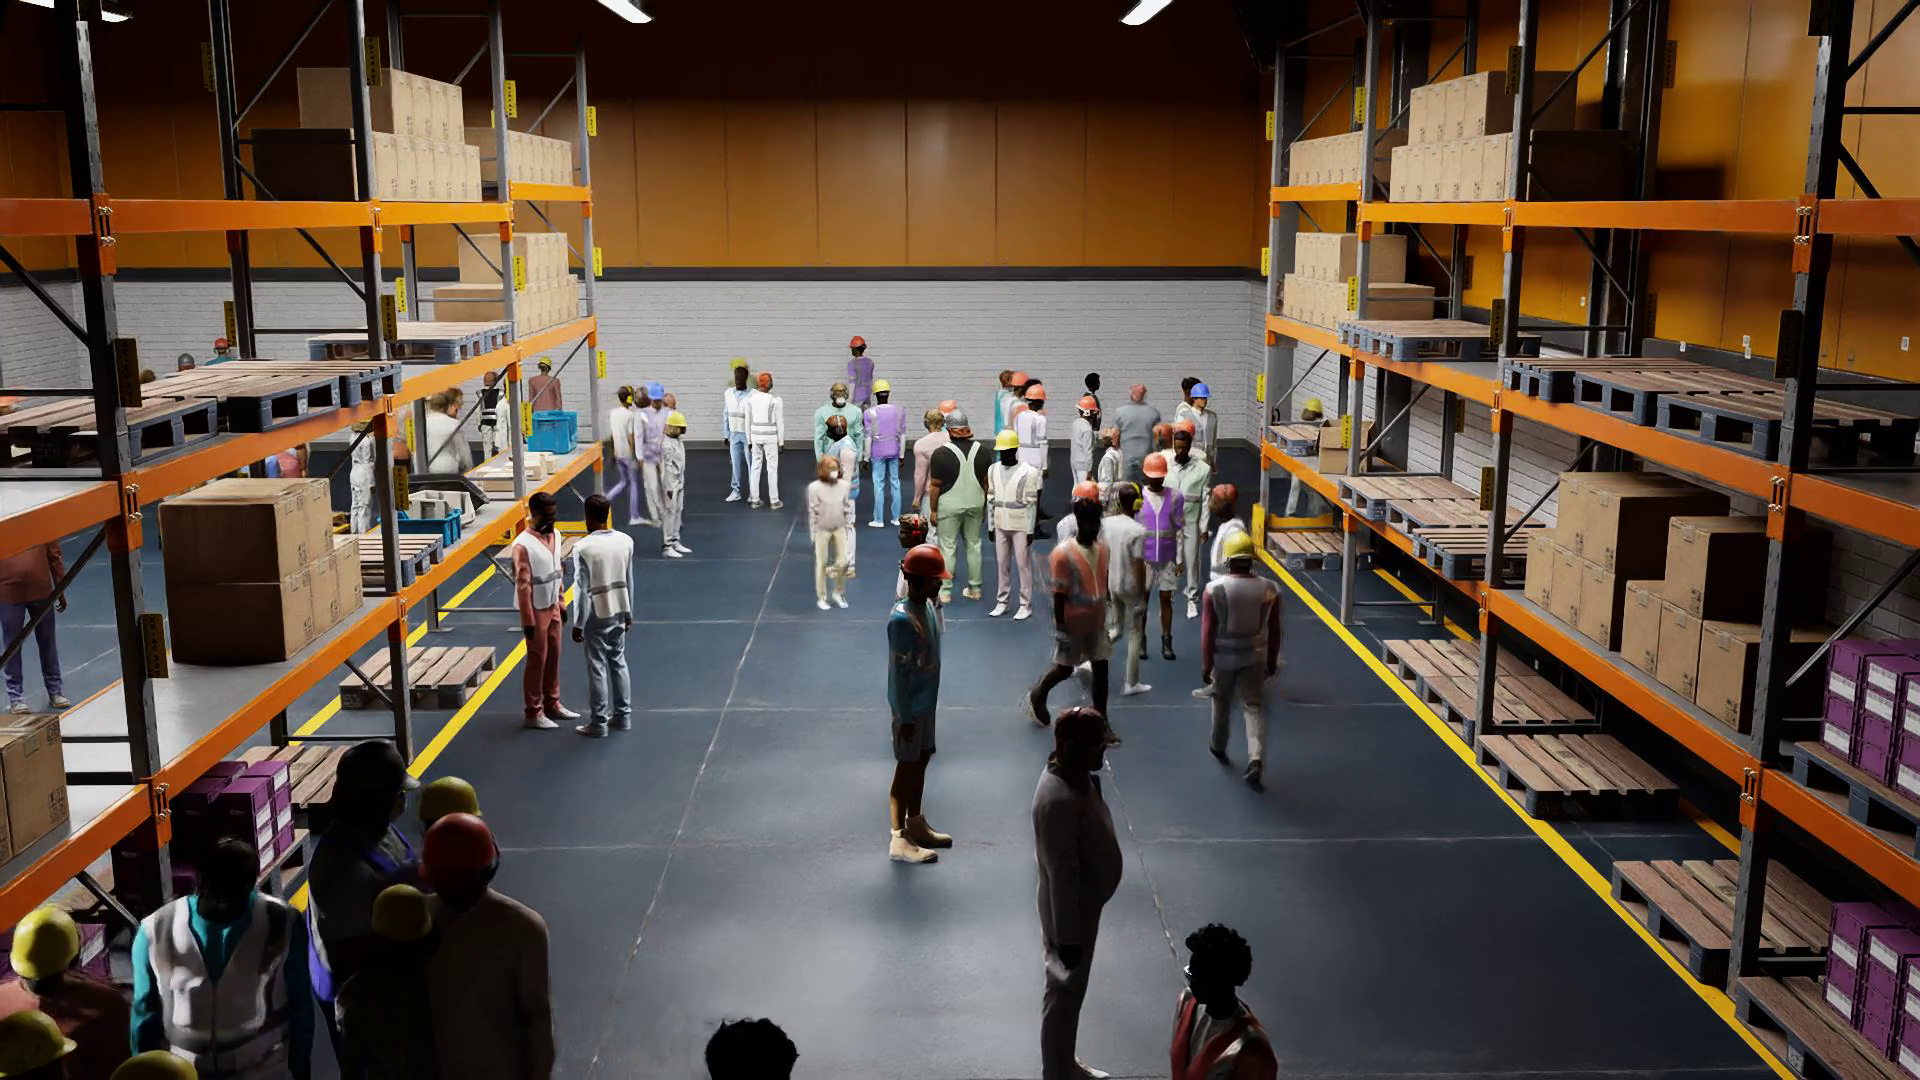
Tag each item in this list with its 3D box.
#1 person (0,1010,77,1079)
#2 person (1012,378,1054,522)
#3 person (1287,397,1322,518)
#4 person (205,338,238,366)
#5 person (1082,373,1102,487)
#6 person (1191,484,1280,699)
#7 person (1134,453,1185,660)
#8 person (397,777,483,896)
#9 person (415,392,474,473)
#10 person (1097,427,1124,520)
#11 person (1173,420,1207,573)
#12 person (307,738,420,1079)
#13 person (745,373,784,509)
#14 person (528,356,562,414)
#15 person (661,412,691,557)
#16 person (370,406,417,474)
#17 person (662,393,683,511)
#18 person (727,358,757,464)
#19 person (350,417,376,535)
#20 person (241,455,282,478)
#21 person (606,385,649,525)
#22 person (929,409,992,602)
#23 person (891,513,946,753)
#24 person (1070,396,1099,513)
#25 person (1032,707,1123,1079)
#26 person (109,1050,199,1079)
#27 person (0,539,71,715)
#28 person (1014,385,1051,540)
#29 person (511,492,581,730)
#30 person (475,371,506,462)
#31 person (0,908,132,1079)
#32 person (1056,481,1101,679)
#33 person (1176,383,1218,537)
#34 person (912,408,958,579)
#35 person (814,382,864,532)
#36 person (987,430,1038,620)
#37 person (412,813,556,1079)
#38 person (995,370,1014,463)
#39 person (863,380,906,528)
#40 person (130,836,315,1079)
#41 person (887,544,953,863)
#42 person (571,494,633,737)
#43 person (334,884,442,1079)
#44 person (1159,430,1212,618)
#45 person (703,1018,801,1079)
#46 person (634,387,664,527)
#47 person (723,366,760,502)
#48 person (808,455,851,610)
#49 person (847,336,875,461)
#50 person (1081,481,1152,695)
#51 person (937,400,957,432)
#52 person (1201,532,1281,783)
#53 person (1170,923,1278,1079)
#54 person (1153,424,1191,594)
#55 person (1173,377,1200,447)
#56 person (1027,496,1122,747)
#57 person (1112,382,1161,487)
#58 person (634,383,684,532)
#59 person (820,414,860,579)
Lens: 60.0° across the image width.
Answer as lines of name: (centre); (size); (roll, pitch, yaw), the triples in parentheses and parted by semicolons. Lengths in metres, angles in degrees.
person: (-2.786, 2.260, 5.076); (0.486, 1.738, 0.315); (10, 15, 42)
person: (0.844, -1.141, 21.661); (0.889, 1.930, 0.633); (-7, 13, -32)
person: (4.450, -0.973, 21.292); (0.494, 1.742, 0.347); (-8, 14, -36)
person: (-12.116, -2.342, 27.493); (0.608, 1.995, 0.378); (-4, 12, -19)
person: (1.942, -1.636, 24.697); (0.322, 1.697, 0.532); (-2, 11, -10)
person: (2.319, 0.439, 13.882); (0.649, 1.862, 0.598); (1, 11, 6)
person: (1.777, 0.150, 15.183); (0.550, 1.925, 0.392); (0, 11, -2)
person: (-2.052, 1.886, 6.633); (0.594, 1.852, 0.954); (5, 12, 25)
person: (-6.227, -0.856, 20.279); (0.647, 1.896, 0.953); (4, 12, 17)
person: (1.727, -0.477, 19.034); (0.307, 1.639, 0.525); (4, 12, 18)
person: (2.531, -0.483, 18.779); (0.572, 1.749, 0.342); (4, 12, 19)
person: (-2.339, 1.771, 6.751); (0.536, 2.000, 0.684); (-2, 11, -11)
person: (-2.686, -1.366, 22.914); (0.571, 1.876, 0.346); (4, 12, 19)
person: (-6.665, -2.078, 26.777); (0.532, 1.756, 0.337); (-1, 11, -3)
person: (-3.369, -0.661, 19.731); (0.341, 1.732, 0.488); (2, 11, 10)
person: (-7.289, -1.097, 21.457); (0.613, 1.916, 0.416); (1, 11, 4)
person: (-3.931, -1.173, 22.523); (0.306, 1.640, 0.522); (4, 12, 21)
person: (-3.458, -2.097, 26.959); (0.658, 1.720, 0.332); (-9, 14, -37)
person: (-7.144, -0.711, 19.982); (0.365, 1.736, 0.488); (-9, 15, -39)
person: (-7.016, -0.257, 16.904); (0.614, 2.048, 0.361); (9, 14, 37)
person: (-4.362, -1.082, 21.541); (0.537, 1.849, 0.650); (10, 15, 41)
person: (-0.028, -0.371, 17.490); (0.681, 2.000, 0.535); (-5, 12, -23)
person: (-0.311, 0.706, 12.582); (0.389, 1.846, 0.566); (-2, 11, -10)
person: (1.597, -0.966, 21.232); (0.344, 1.744, 0.558); (-3, 12, -14)
person: (0.533, 1.677, 7.563); (0.408, 1.906, 0.653); (1, 11, 7)
person: (-2.122, 2.276, 4.505); (0.373, 1.924, 0.594); (4, 12, 19)
person: (-7.631, 0.441, 13.571); (0.614, 1.987, 0.408); (-10, 15, -42)
person: (0.917, -0.974, 20.782); (0.371, 1.933, 0.550); (-9, 15, -39)
person: (-3.322, 0.556, 13.196); (0.412, 1.907, 0.596); (3, 12, 15)
person: (-7.145, -1.758, 25.464); (0.515, 1.636, 0.315); (-1, 11, -3)
person: (-3.164, 2.095, 5.849); (0.539, 1.737, 0.390); (-1, 11, -5)
person: (1.087, 0.336, 14.693); (0.339, 1.741, 0.563); (8, 14, 36)
person: (2.968, -0.993, 20.838); (0.607, 1.951, 0.380); (-6, 13, -27)
person: (-0.260, -0.496, 18.392); (0.627, 1.933, 0.371); (-8, 14, -36)
person: (-1.535, -1.050, 21.186); (0.632, 1.932, 0.366); (-3, 12, -13)
person: (0.509, -0.154, 16.716); (0.583, 1.921, 0.394); (8, 14, 34)
person: (-1.767, 1.934, 6.086); (0.617, 1.984, 0.408); (4, 12, 17)
person: (0.670, -1.483, 23.562); (0.345, 1.847, 0.506); (-6, 13, -27)
person: (-0.985, -1.109, 21.500); (0.584, 1.918, 0.376); (-5, 12, -25)
person: (-2.778, 1.980, 6.313); (0.626, 1.803, 0.895); (-3, 12, -15)
person: (-0.248, 1.024, 10.526); (0.404, 2.035, 0.606); (3, 12, 16)
person: (-2.785, 0.588, 13.034); (0.409, 1.907, 0.598); (7, 13, 32)
person: (-1.989, 2.065, 6.057); (0.501, 1.734, 0.338); (-9, 15, -39)
person: (2.242, -0.169, 16.813); (0.590, 1.912, 0.391); (3, 12, 17)
person: (-0.678, 2.247, 4.728); (1.036, 1.911, 0.608); (3, 12, 16)
person: (-3.970, -1.073, 21.543); (0.436, 1.827, 0.550); (-4, 12, -18)
person: (-3.049, -1.489, 23.409); (0.590, 1.919, 0.392); (3, 12, 17)
person: (-1.328, -0.068, 17.052); (0.510, 1.619, 0.450); (-6, 13, -28)
person: (-1.663, -2.319, 27.257); (0.373, 2.044, 0.606); (7, 13, 33)
person: (1.340, 0.429, 13.984); (0.628, 1.847, 0.522); (-9, 15, -39)
person: (-0.177, -0.891, 20.870); (0.354, 1.737, 0.574); (-2, 12, -12)
person: (2.042, 0.836, 12.067); (0.603, 1.796, 0.905); (-1, 11, -5)
person: (0.902, 2.136, 5.813); (0.321, 1.689, 0.530); (-4, 12, -21)
person: (2.285, -0.341, 17.908); (0.603, 1.832, 1.026); (-5, 12, -22)
person: (2.928, -1.135, 21.511); (0.361, 1.963, 0.612); (2, 11, 8)
person: (0.906, 0.597, 12.912); (0.608, 1.941, 0.890); (-8, 14, -35)
person: (2.273, -1.102, 21.583); (0.656, 1.884, 0.639); (-1, 11, -7)
person: (-3.820, -1.034, 21.162); (0.620, 1.898, 0.954); (-4, 12, -21)
person: (-1.343, -0.491, 18.612); (0.429, 1.838, 0.625); (-3, 12, -15)
